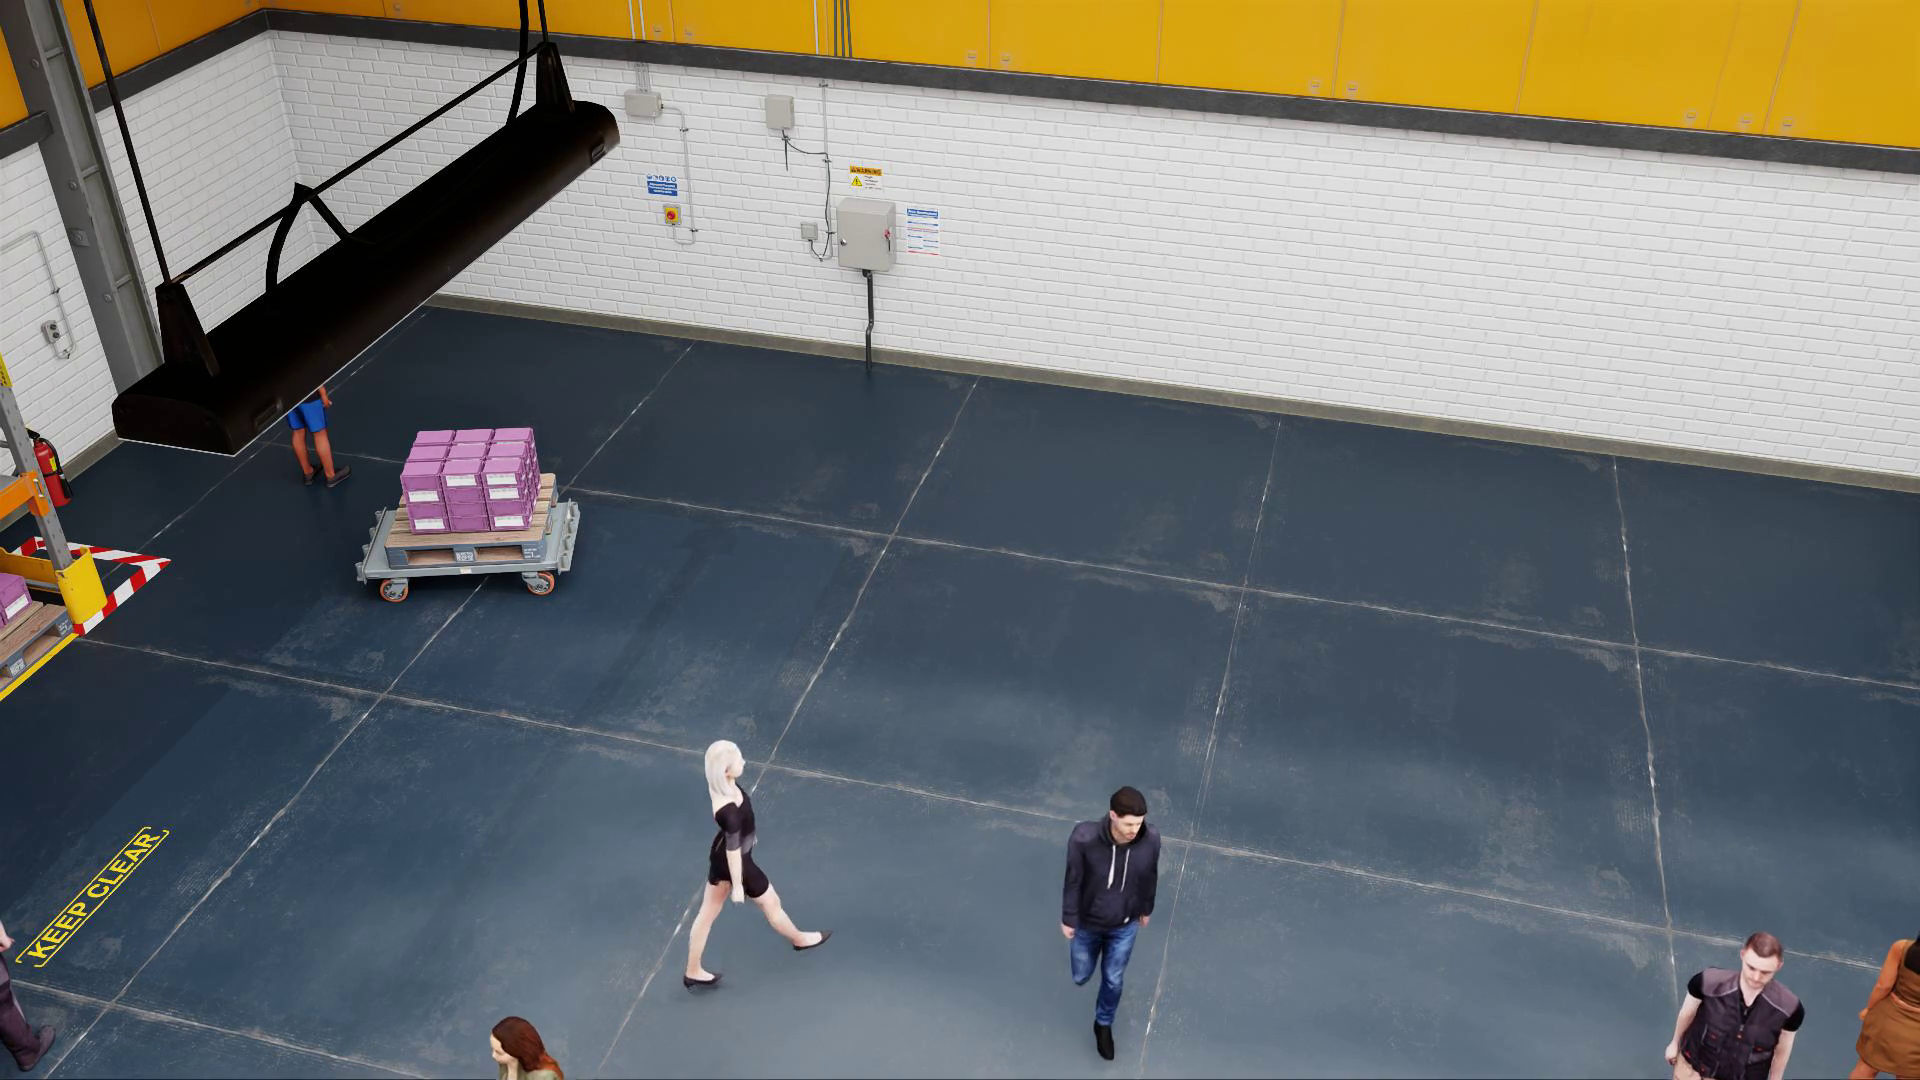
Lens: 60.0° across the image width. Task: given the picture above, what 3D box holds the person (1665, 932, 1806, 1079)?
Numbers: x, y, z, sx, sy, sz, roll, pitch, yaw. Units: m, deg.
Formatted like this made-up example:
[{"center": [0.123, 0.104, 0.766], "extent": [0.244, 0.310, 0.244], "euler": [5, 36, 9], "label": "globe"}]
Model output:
[{"center": [3.866, 2.608, 8.406], "extent": [0.801, 1.800, 1.215], "euler": [14, 36, 20], "label": "person"}]

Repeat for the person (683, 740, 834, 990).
[{"center": [-1.381, 1.894, 9.496], "extent": [1.158, 1.782, 1.134], "euler": [-16, 37, -22], "label": "person"}]

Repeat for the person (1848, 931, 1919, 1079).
[{"center": [4.904, 2.530, 8.627], "extent": [0.603, 1.685, 0.571], "euler": [16, 37, 23], "label": "person"}]

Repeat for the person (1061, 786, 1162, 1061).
[{"center": [0.804, 2.014, 9.237], "extent": [0.869, 1.869, 1.043], "euler": [-2, 34, -3], "label": "person"}]

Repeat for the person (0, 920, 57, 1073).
[{"center": [-5.457, 2.197, 8.983], "extent": [0.808, 1.845, 0.762], "euler": [-6, 34, -8], "label": "person"}]

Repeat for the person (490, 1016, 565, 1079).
[{"center": [-2.050, 2.874, 8.306], "extent": [0.689, 1.467, 0.701], "euler": [26, 42, 34], "label": "person"}]
